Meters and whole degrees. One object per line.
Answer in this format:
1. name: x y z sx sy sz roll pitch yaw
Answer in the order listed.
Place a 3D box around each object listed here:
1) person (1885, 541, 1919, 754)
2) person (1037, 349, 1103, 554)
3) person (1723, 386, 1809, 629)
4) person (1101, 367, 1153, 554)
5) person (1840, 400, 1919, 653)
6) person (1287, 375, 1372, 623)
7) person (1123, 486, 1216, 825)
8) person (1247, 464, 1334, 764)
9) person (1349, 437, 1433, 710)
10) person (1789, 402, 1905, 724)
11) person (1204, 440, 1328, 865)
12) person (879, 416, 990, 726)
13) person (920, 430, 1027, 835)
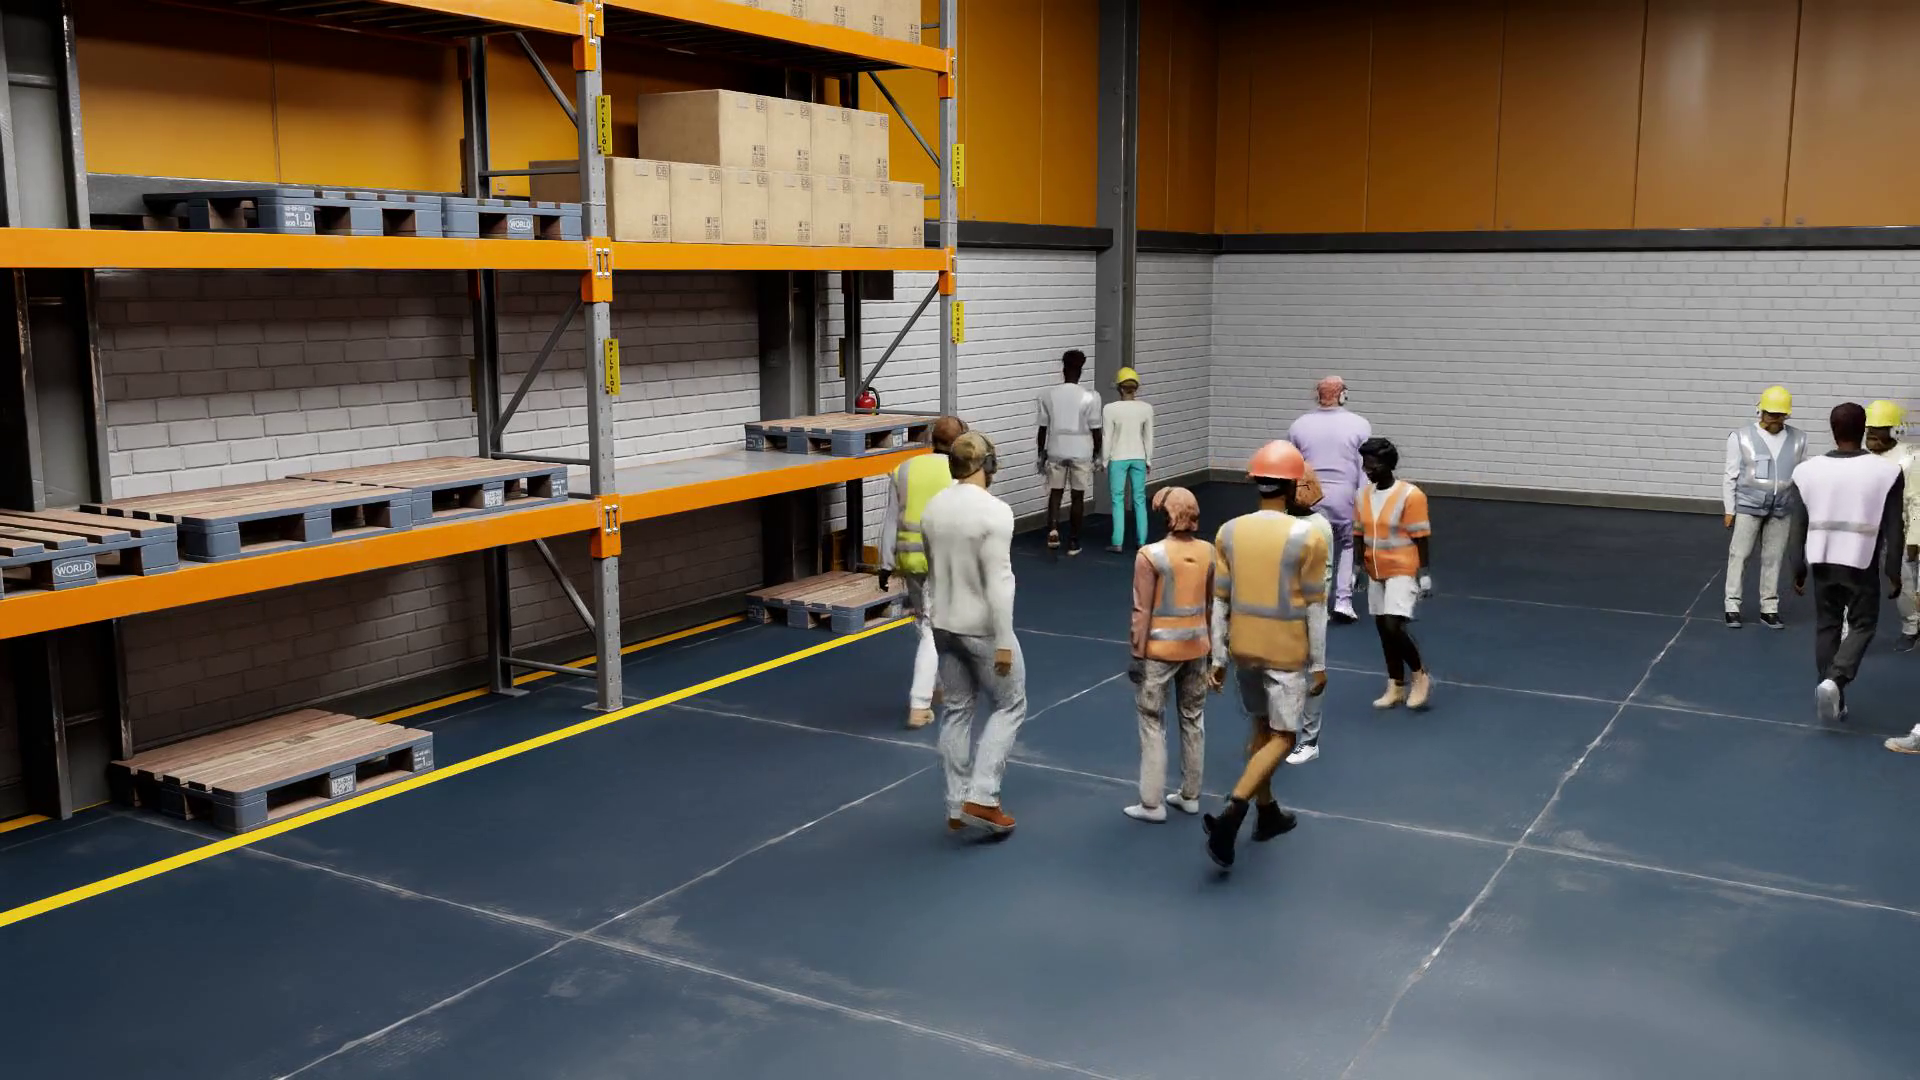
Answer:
1. person: 5.628 0.269 9.182 0.899 1.857 0.632 -1 9 -8
2. person: 1.025 -0.812 15.584 0.628 1.945 0.522 3 10 18
3. person: 6.004 -0.240 12.404 0.591 1.820 0.404 1 9 6
4. person: 1.572 -0.752 15.775 0.533 1.765 0.331 -3 10 -18
5. person: 6.387 -0.071 11.472 0.928 1.790 0.624 -5 11 -30
6. person: 2.804 -0.296 12.526 0.684 1.887 0.557 5 10 28
7. person: 1.034 0.555 8.047 0.530 1.630 0.326 -6 11 -33
8. person: 1.811 0.391 9.047 0.285 1.633 0.497 -5 10 -30
9. person: 2.588 0.210 10.041 0.385 1.671 0.557 -5 10 -30
10. person: 5.146 0.153 9.698 0.615 1.902 0.604 7 12 39
11. person: 1.351 0.505 7.506 0.537 1.907 0.828 8 12 43
12. person: -0.109 0.167 9.938 0.647 1.792 0.957 5 10 28
13. person: 0.047 0.443 7.897 0.431 1.907 0.657 -9 13 -43
